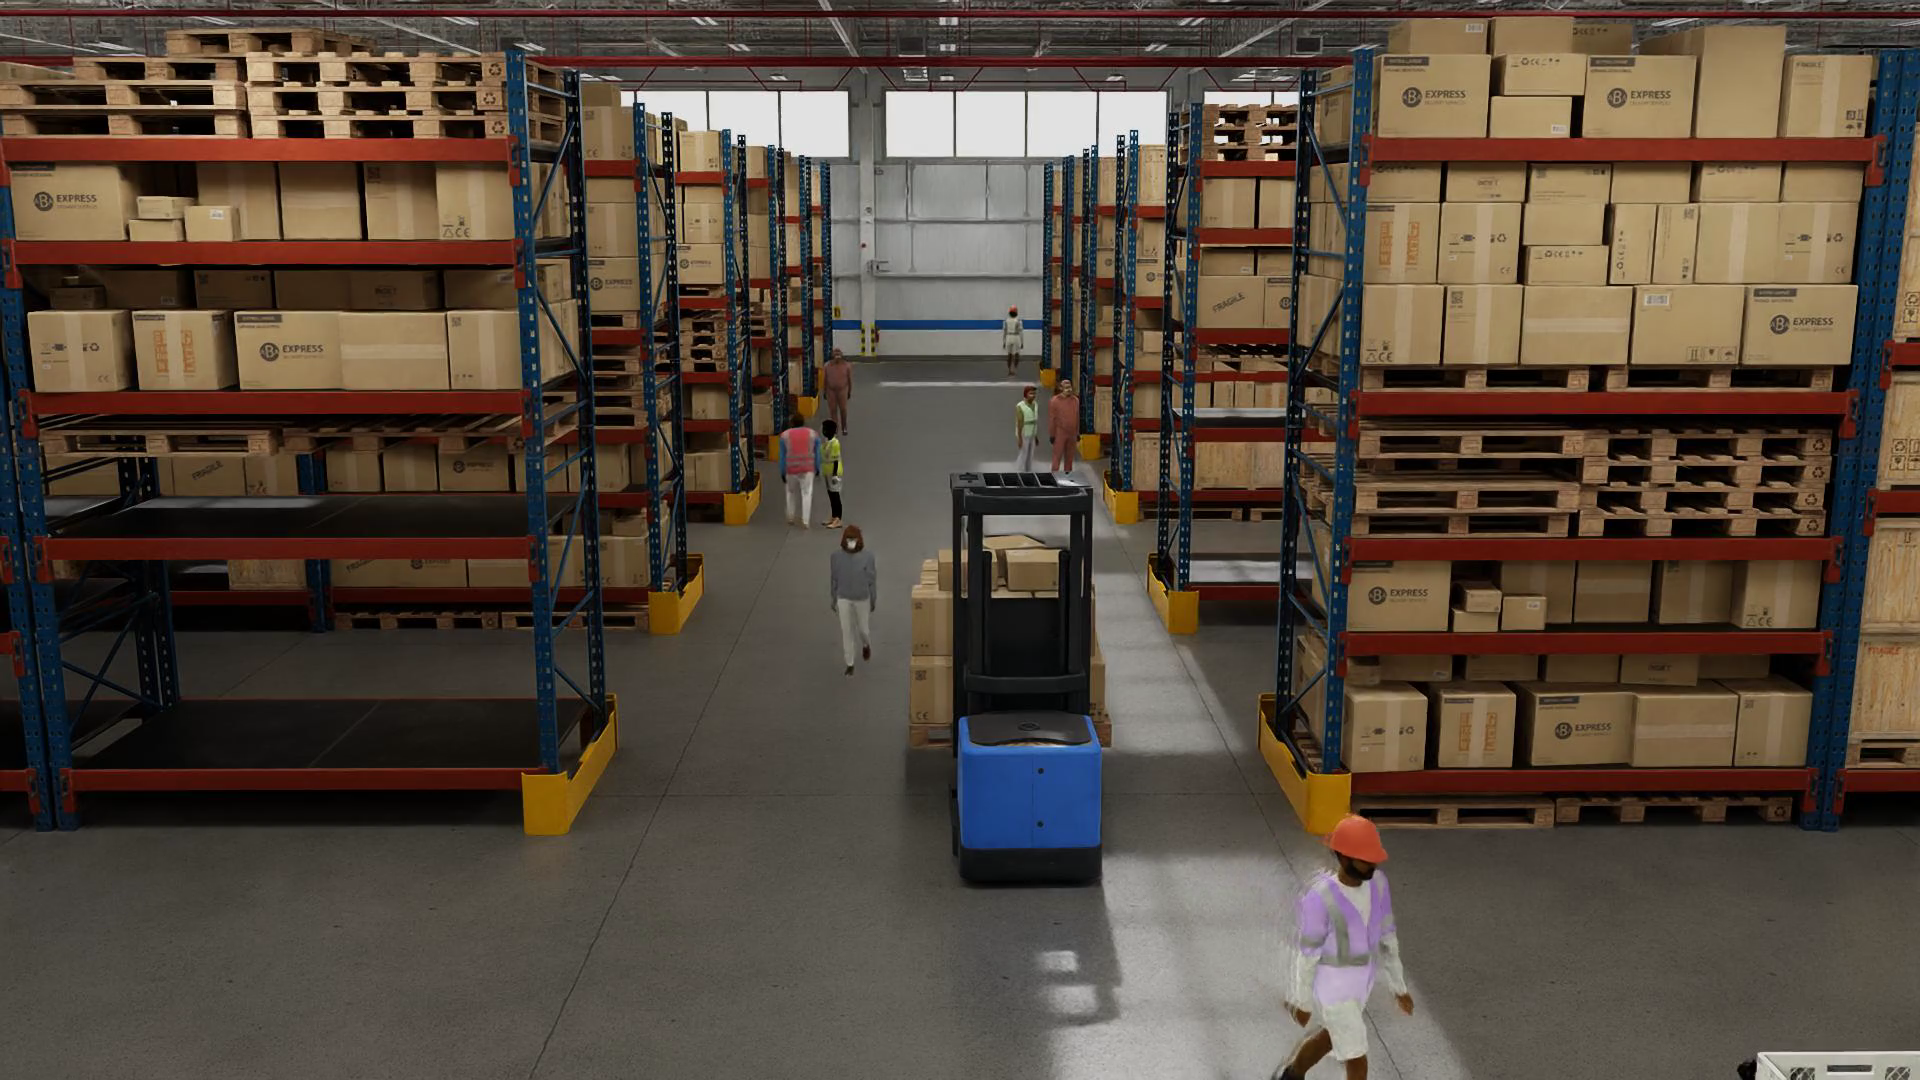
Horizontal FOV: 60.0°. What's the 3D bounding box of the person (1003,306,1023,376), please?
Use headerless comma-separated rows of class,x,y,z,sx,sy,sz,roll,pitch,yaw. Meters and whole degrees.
person,1.564,-5.842,48.750,0.615,2.040,0.393,4,12,19

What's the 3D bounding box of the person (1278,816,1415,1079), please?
person,1.992,2.315,8.719,0.564,1.897,1.005,-9,15,-38

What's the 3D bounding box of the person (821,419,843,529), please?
person,-1.989,-1.026,25.751,0.317,1.691,0.535,-4,12,-20

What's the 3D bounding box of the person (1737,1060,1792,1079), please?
person,3.189,2.854,6.605,0.861,1.655,0.536,0,11,1

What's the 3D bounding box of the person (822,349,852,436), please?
person,-2.668,-3.195,36.044,0.642,1.878,0.799,0,11,-2

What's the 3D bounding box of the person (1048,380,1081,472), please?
person,1.875,-1.888,29.484,0.652,1.906,0.403,-7,13,-31

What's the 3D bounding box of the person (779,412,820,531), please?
person,-2.489,-1.086,25.790,0.648,1.796,0.946,-2,12,-10

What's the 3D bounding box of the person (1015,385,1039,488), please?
person,1.172,-1.801,29.206,0.377,1.841,0.567,8,14,35

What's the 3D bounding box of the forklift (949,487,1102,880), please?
forklift,0.495,0.986,12.813,1.129,2.768,1.873,0,11,-2

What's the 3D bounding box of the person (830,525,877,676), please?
person,-1.129,0.618,17.765,0.498,1.624,0.490,1,11,6
